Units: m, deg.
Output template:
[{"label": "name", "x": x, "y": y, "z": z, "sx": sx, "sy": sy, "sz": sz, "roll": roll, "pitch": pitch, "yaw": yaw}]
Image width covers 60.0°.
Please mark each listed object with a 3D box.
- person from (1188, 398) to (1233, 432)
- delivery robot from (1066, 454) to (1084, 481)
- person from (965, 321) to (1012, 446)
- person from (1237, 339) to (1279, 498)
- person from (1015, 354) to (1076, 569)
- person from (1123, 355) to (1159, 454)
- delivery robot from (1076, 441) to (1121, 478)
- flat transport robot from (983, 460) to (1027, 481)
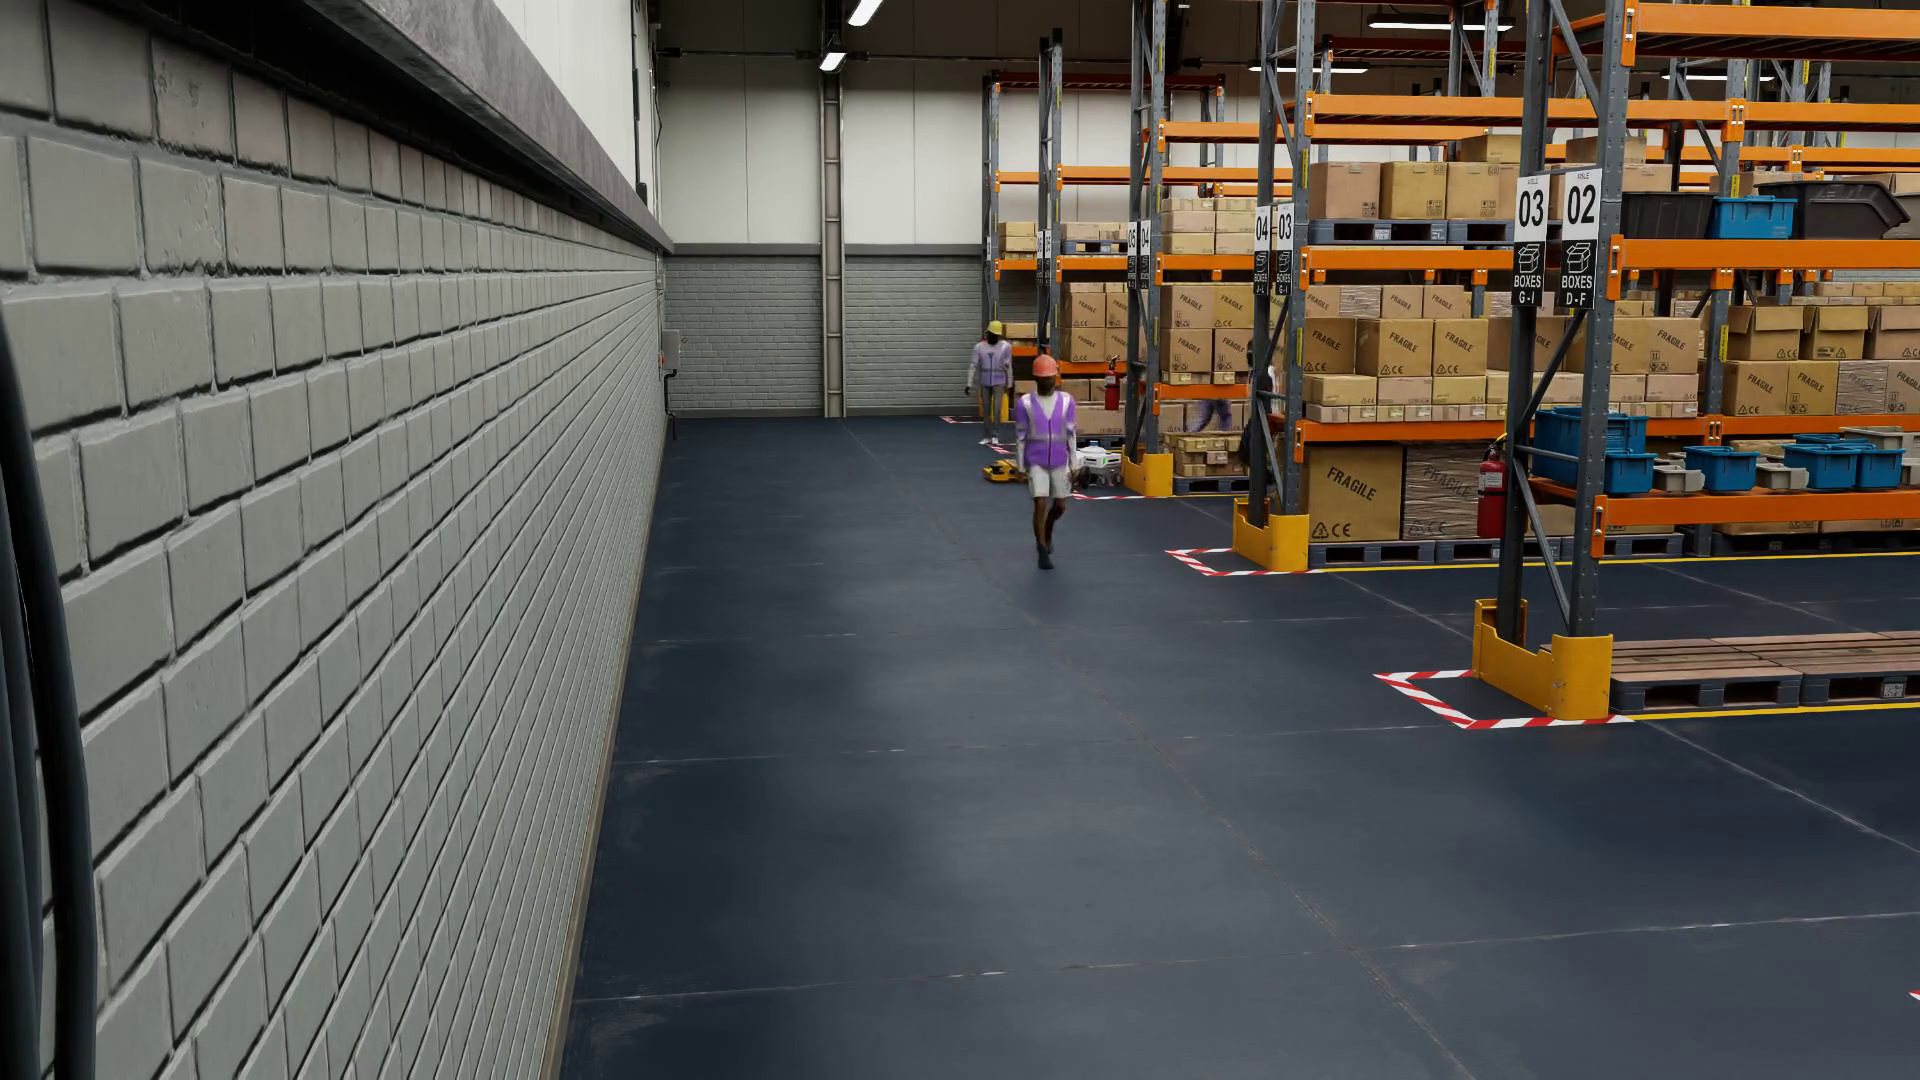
[{"label": "person", "x": 3.564, "y": -2.095, "z": 23.583, "sx": 0.897, "sy": 1.873, "sz": 0.649, "roll": -4, "pitch": 10, "yaw": -23}, {"label": "delivery robot", "x": 1.233, "y": -0.908, "z": 20.032, "sx": 0.477, "sy": 0.478, "sz": 0.707, "roll": 4, "pitch": 10, "yaw": 22}, {"label": "person", "x": 0.434, "y": -2.345, "z": 25.070, "sx": 0.664, "sy": 1.883, "sz": 0.835, "roll": 2, "pitch": 9, "yaw": 12}, {"label": "person", "x": 3.367, "y": -1.332, "z": 18.777, "sx": 0.445, "sy": 1.902, "sz": 0.623, "roll": -1, "pitch": 9, "yaw": -3}, {"label": "person", "x": 0.762, "y": -0.714, "z": 14.927, "sx": 0.556, "sy": 1.917, "sz": 0.601, "roll": -1, "pitch": 9, "yaw": -9}, {"label": "person", "x": 2.368, "y": -1.599, "z": 21.425, "sx": 0.565, "sy": 1.586, "sz": 0.631, "roll": 8, "pitch": 12, "yaw": 42}, {"label": "delivery robot", "x": 1.645, "y": -0.979, "z": 20.466, "sx": 0.477, "sy": 0.478, "sz": 0.707, "roll": -8, "pitch": 12, "yaw": -39}, {"label": "flat transport robot", "x": 1.047, "y": -0.903, "z": 21.158, "sx": 1.431, "sy": 0.197, "sz": 0.652, "roll": -1, "pitch": 9, "yaw": -9}]
